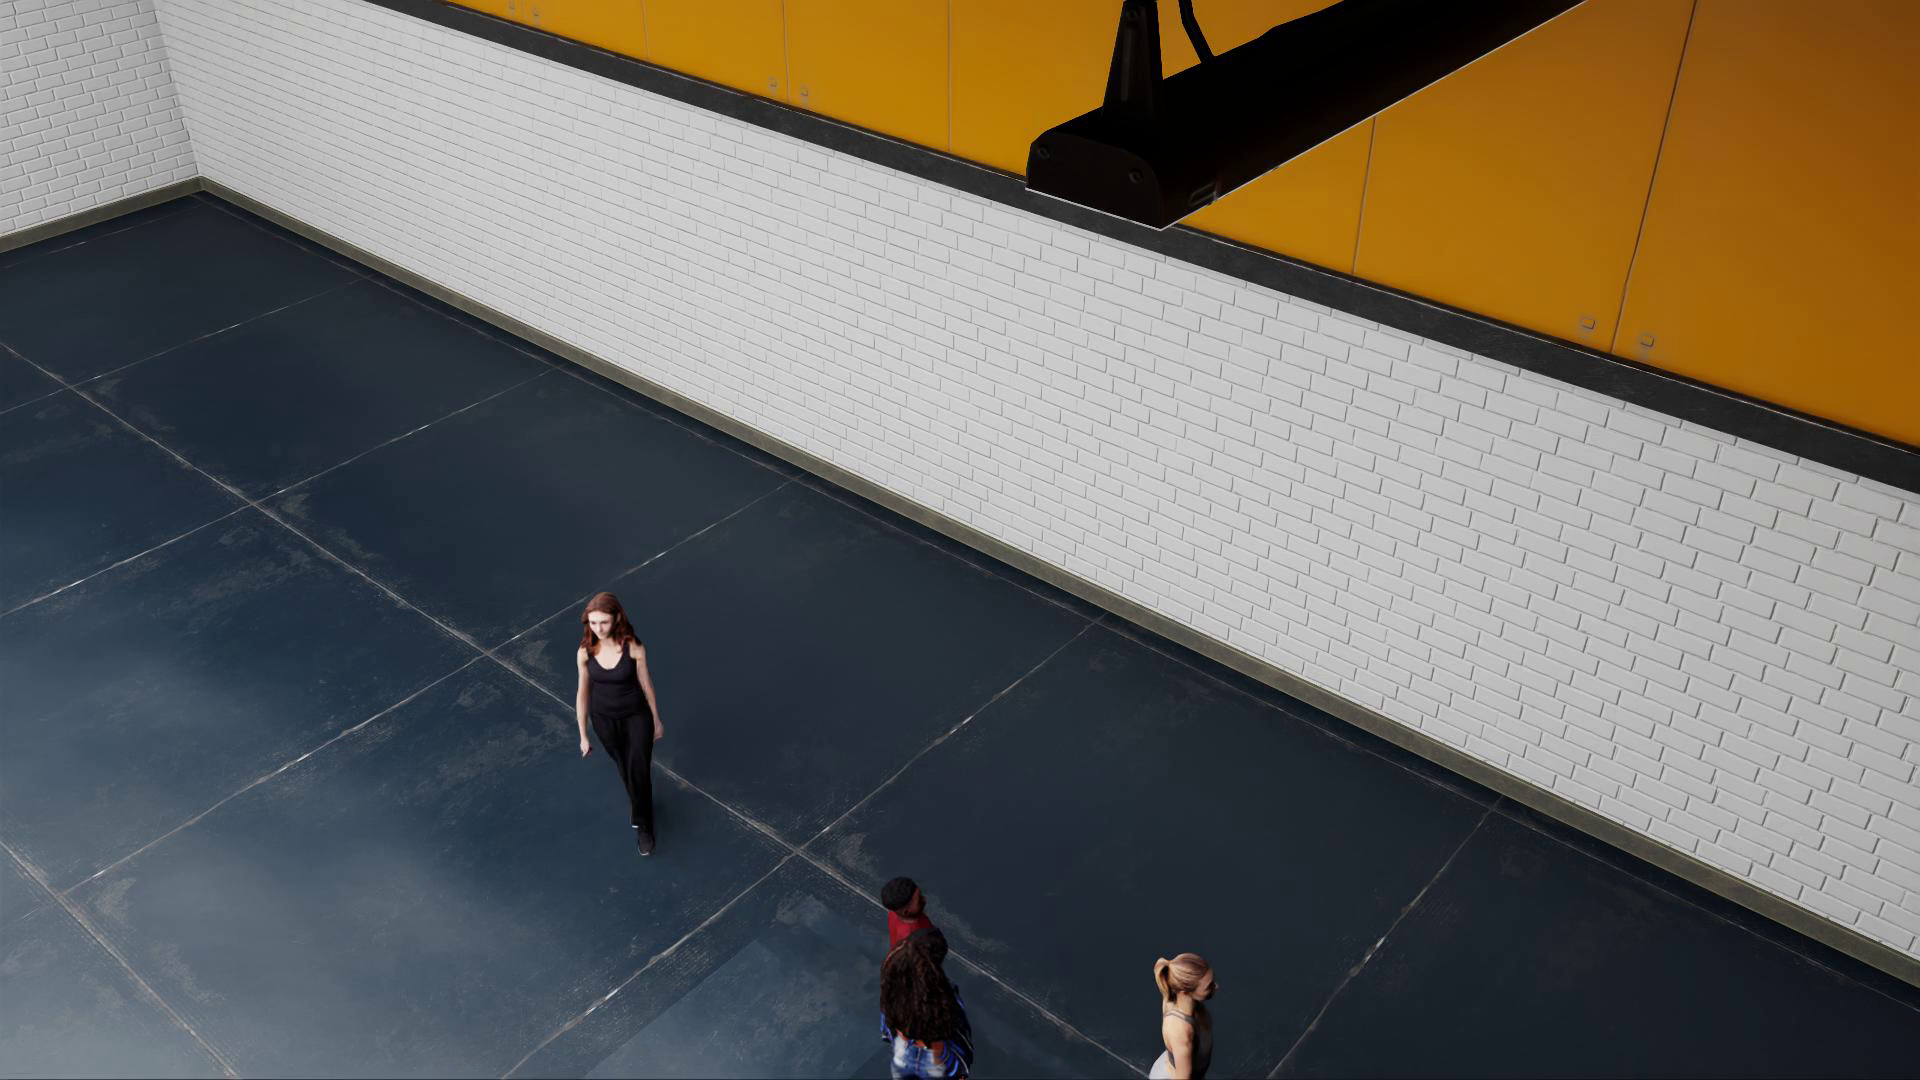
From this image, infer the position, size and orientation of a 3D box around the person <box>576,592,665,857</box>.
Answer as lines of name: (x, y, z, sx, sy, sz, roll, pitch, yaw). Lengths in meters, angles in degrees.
person: (-1.940, 0.971, 9.634, 0.836, 1.726, 0.903, -1, 34, -1)

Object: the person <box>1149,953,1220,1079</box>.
person: (0.955, 2.459, 7.418, 0.711, 1.702, 0.624, 2, 34, 3)

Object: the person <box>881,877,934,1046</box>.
person: (-0.261, 2.154, 8.279, 0.624, 1.256, 0.586, -9, 35, -14)

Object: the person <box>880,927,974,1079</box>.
person: (-0.160, 2.374, 7.620, 0.672, 1.619, 0.640, 14, 36, 20)
